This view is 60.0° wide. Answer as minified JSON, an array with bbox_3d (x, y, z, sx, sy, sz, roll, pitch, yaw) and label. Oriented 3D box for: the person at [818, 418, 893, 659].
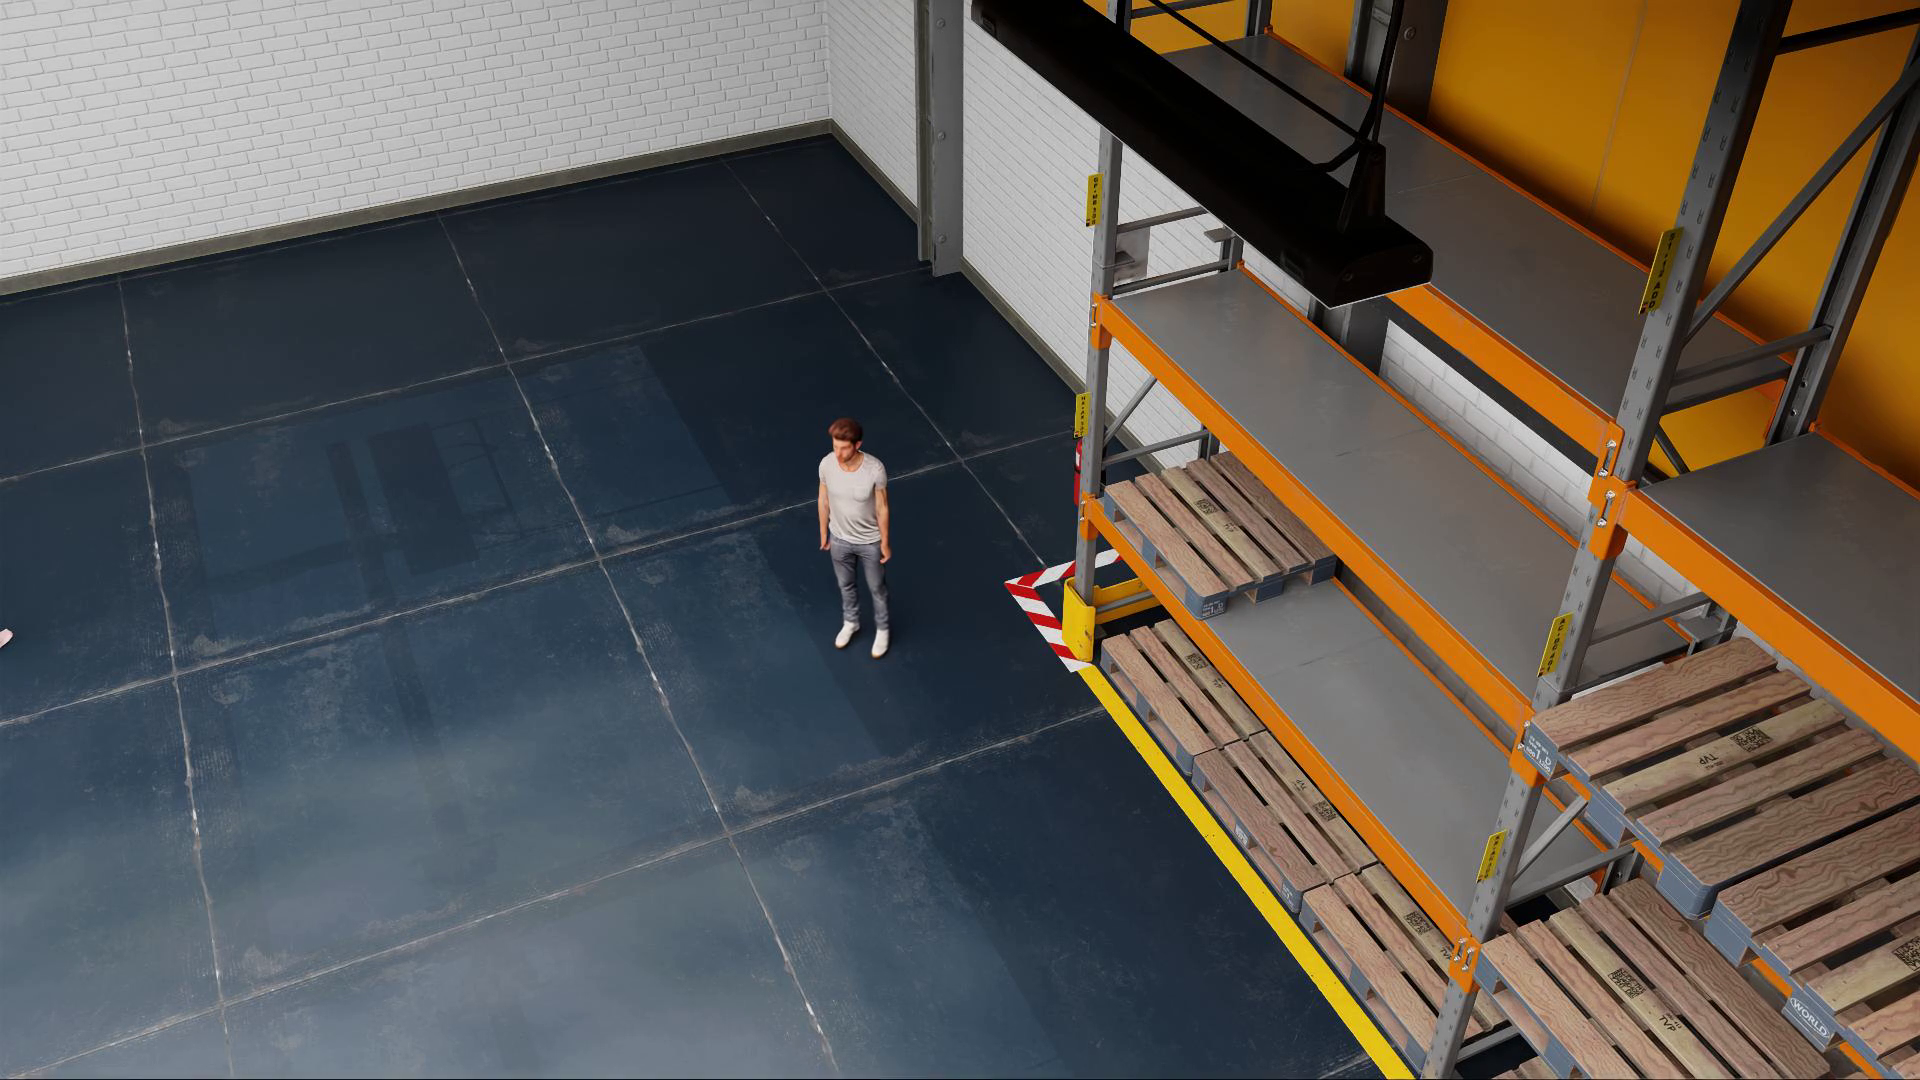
[{"bbox_3d":[-0.689,-0.045,11.209,0.753,1.888,0.791,9,40,12],"label":"person"}]
